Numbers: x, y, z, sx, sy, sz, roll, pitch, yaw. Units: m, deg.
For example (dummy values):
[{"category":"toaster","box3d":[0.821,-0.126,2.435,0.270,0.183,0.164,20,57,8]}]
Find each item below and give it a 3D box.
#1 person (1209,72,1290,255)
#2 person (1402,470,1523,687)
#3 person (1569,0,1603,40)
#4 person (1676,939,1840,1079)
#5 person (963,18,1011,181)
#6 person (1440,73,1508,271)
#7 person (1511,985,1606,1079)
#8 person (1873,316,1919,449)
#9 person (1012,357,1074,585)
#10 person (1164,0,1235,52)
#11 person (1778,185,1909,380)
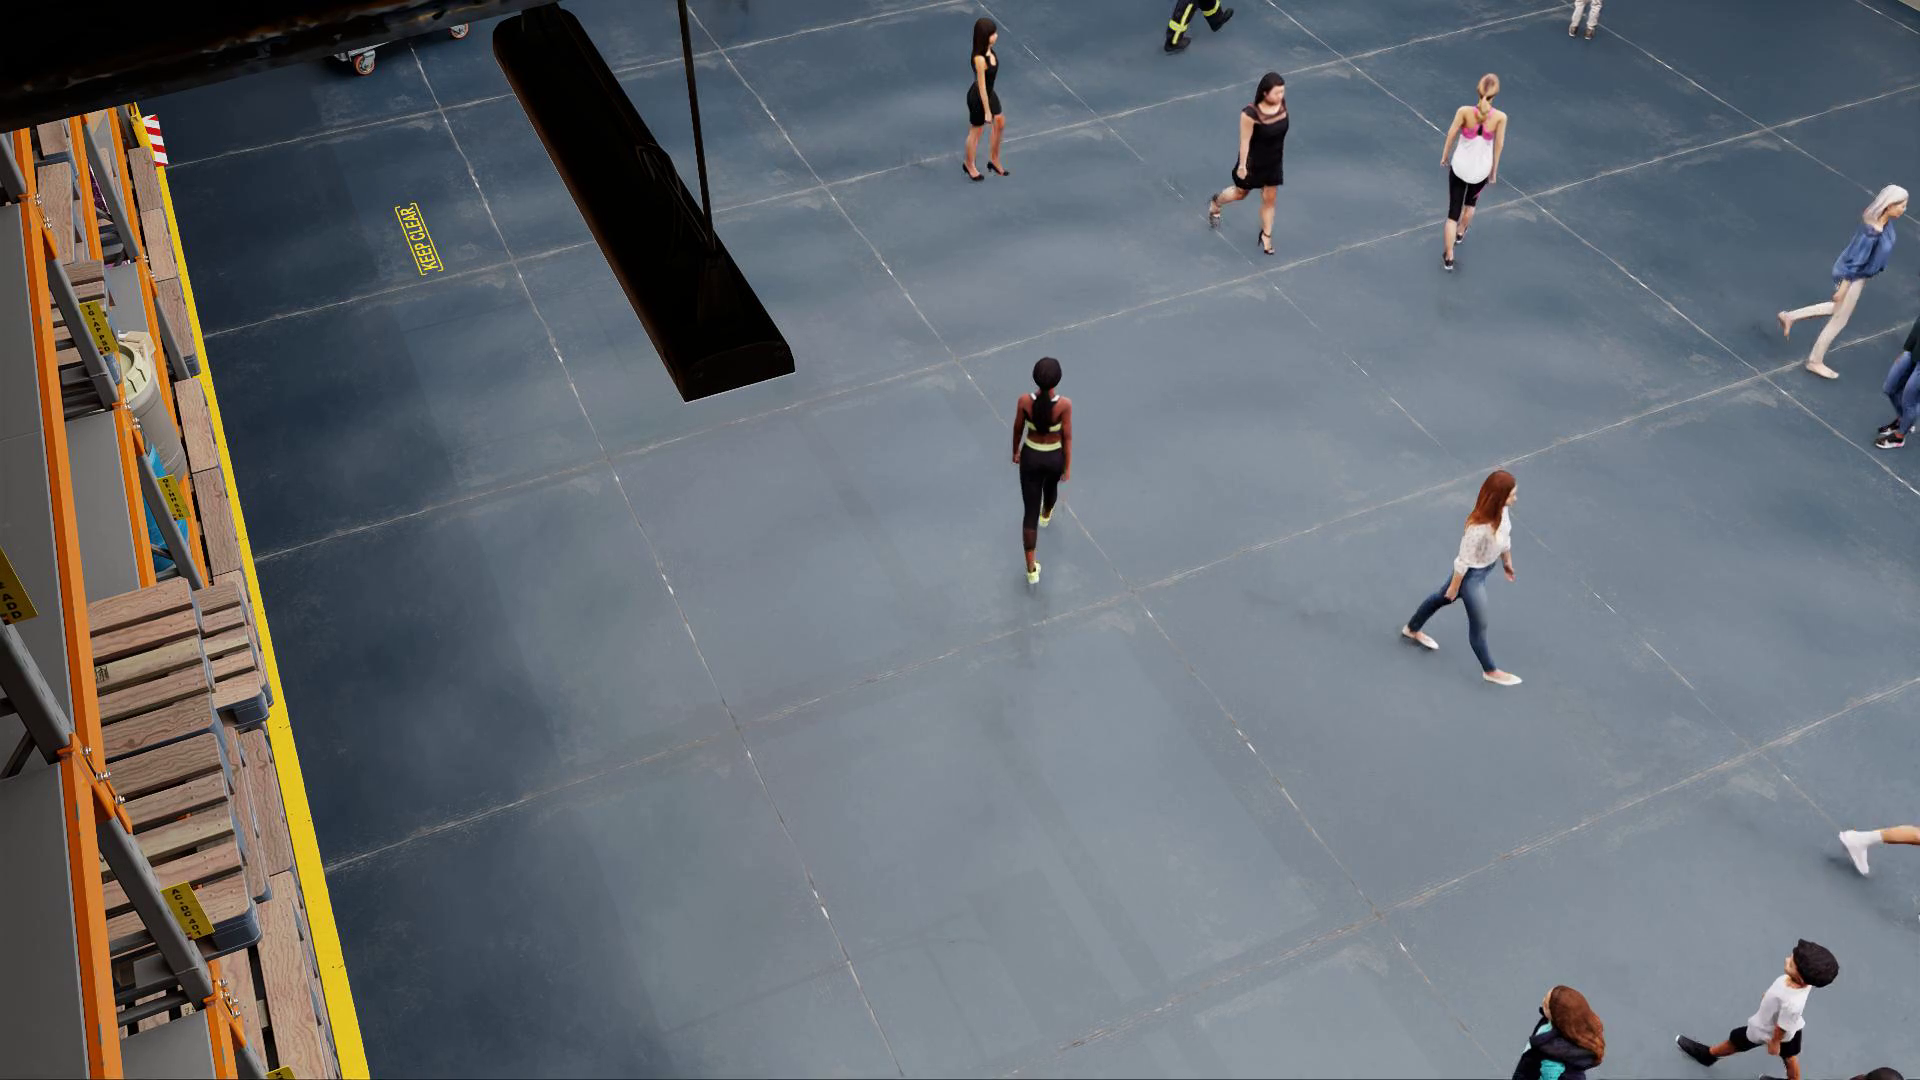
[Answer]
[{"category":"person","box3d":[2.553,-3.344,14.606,0.757,1.686,1.075,-24,49,-23]},{"category":"person","box3d":[3.279,0.179,10.908,1.180,1.687,0.965,25,49,24]},{"category":"person","box3d":[6.750,-5.981,17.647,0.555,1.310,0.613,13,45,13]},{"category":"person","box3d":[4.369,2.557,8.745,0.954,1.228,0.755,29,51,27]},{"category":"person","box3d":[0.125,-4.068,15.406,0.819,1.632,0.760,10,45,11]},{"category":"person","box3d":[4.375,-3.129,14.320,0.950,1.770,1.036,10,45,11]},{"category":"person","box3d":[3.005,2.766,8.359,1.068,1.458,0.906,23,48,23]},{"category":"person","box3d":[7.355,-1.333,12.558,0.778,1.599,0.693,2,44,2]},{"category":"person","box3d":[0.556,-0.465,11.569,0.991,1.707,1.225,5,44,5]},{"category":"person","box3d":[2.427,-5.960,17.224,0.873,1.865,1.134,-20,47,-20]},{"category":"person","box3d":[7.068,-2.122,13.326,0.975,1.684,0.859,29,51,27]}]
